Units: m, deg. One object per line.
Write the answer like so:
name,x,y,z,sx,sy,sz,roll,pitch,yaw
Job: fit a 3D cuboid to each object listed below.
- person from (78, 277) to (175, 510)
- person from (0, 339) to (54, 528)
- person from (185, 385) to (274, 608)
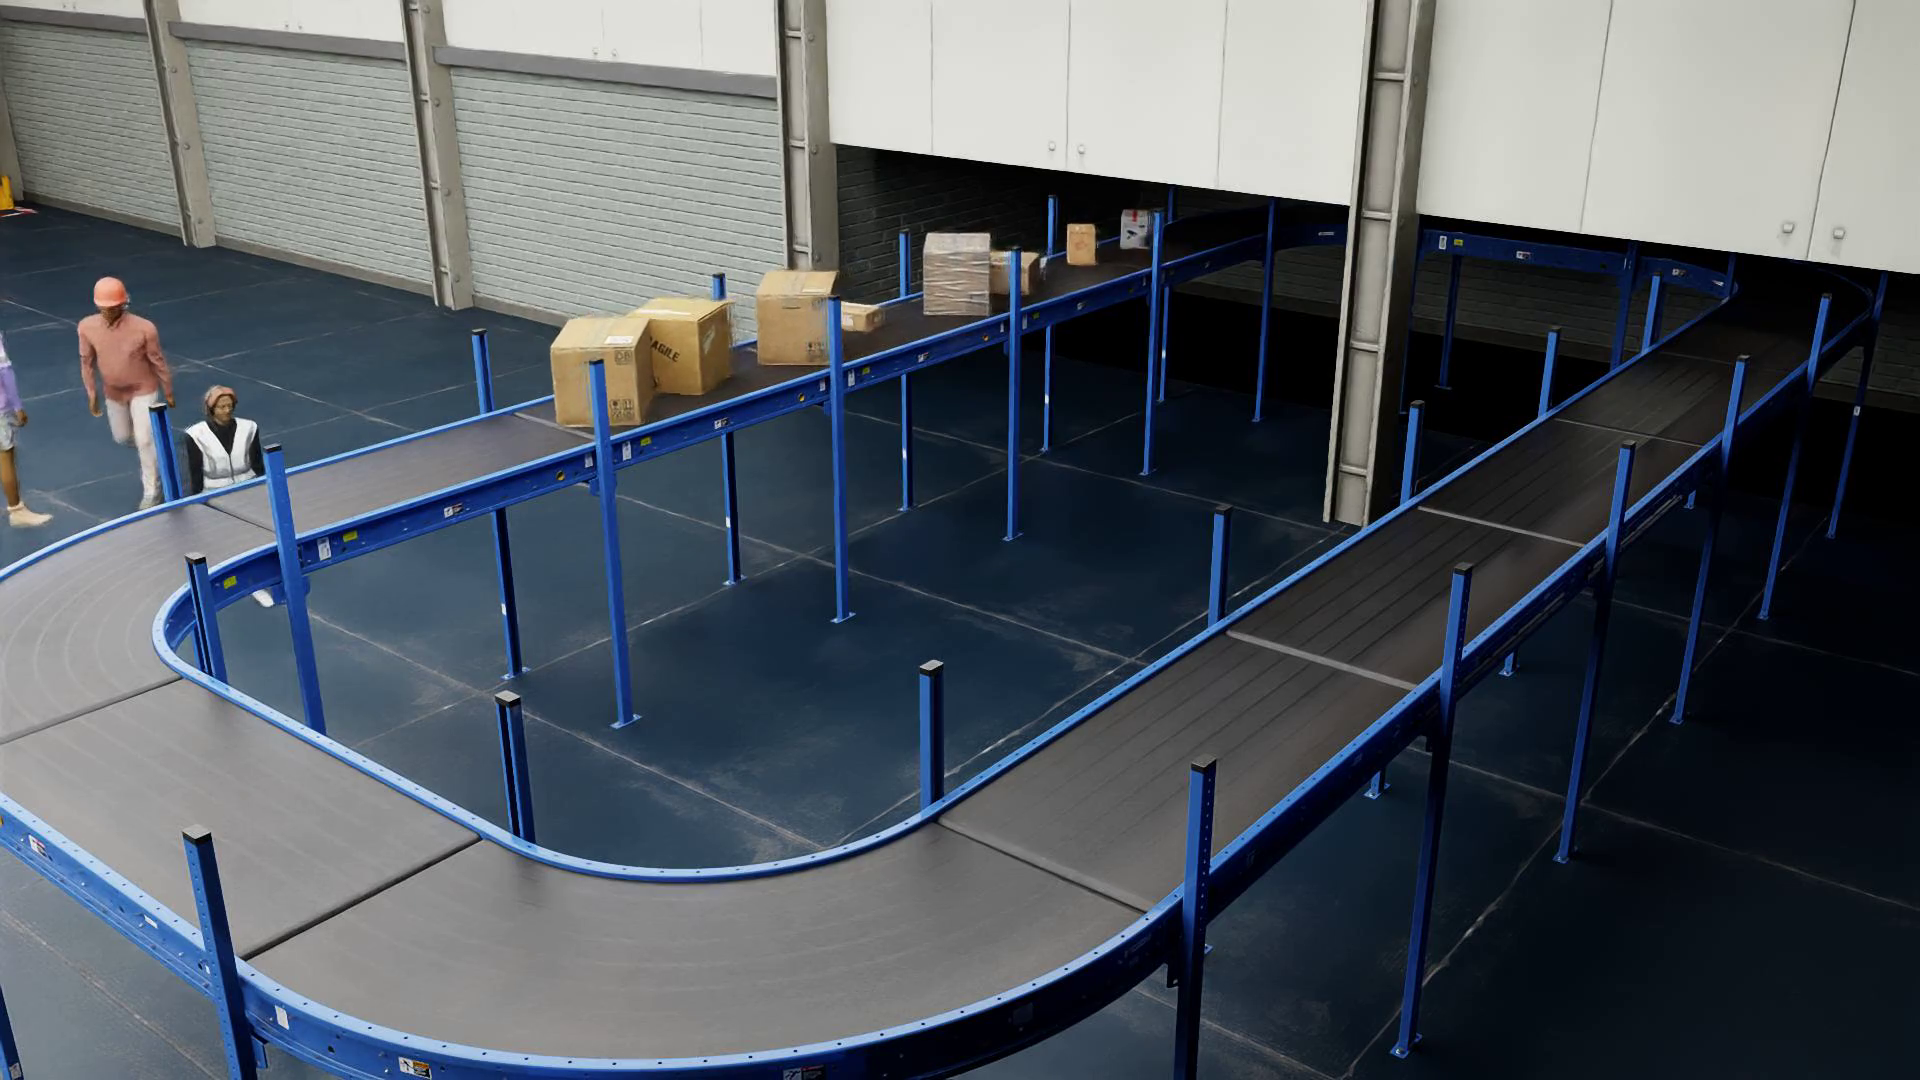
person,-6.823,-1.265,13.745,0.623,1.954,0.812,-1,22,-3
person,-7.693,-1.039,13.130,0.739,1.995,0.371,0,21,1
person,-5.179,-0.326,11.800,0.525,1.617,0.553,-16,27,-35
